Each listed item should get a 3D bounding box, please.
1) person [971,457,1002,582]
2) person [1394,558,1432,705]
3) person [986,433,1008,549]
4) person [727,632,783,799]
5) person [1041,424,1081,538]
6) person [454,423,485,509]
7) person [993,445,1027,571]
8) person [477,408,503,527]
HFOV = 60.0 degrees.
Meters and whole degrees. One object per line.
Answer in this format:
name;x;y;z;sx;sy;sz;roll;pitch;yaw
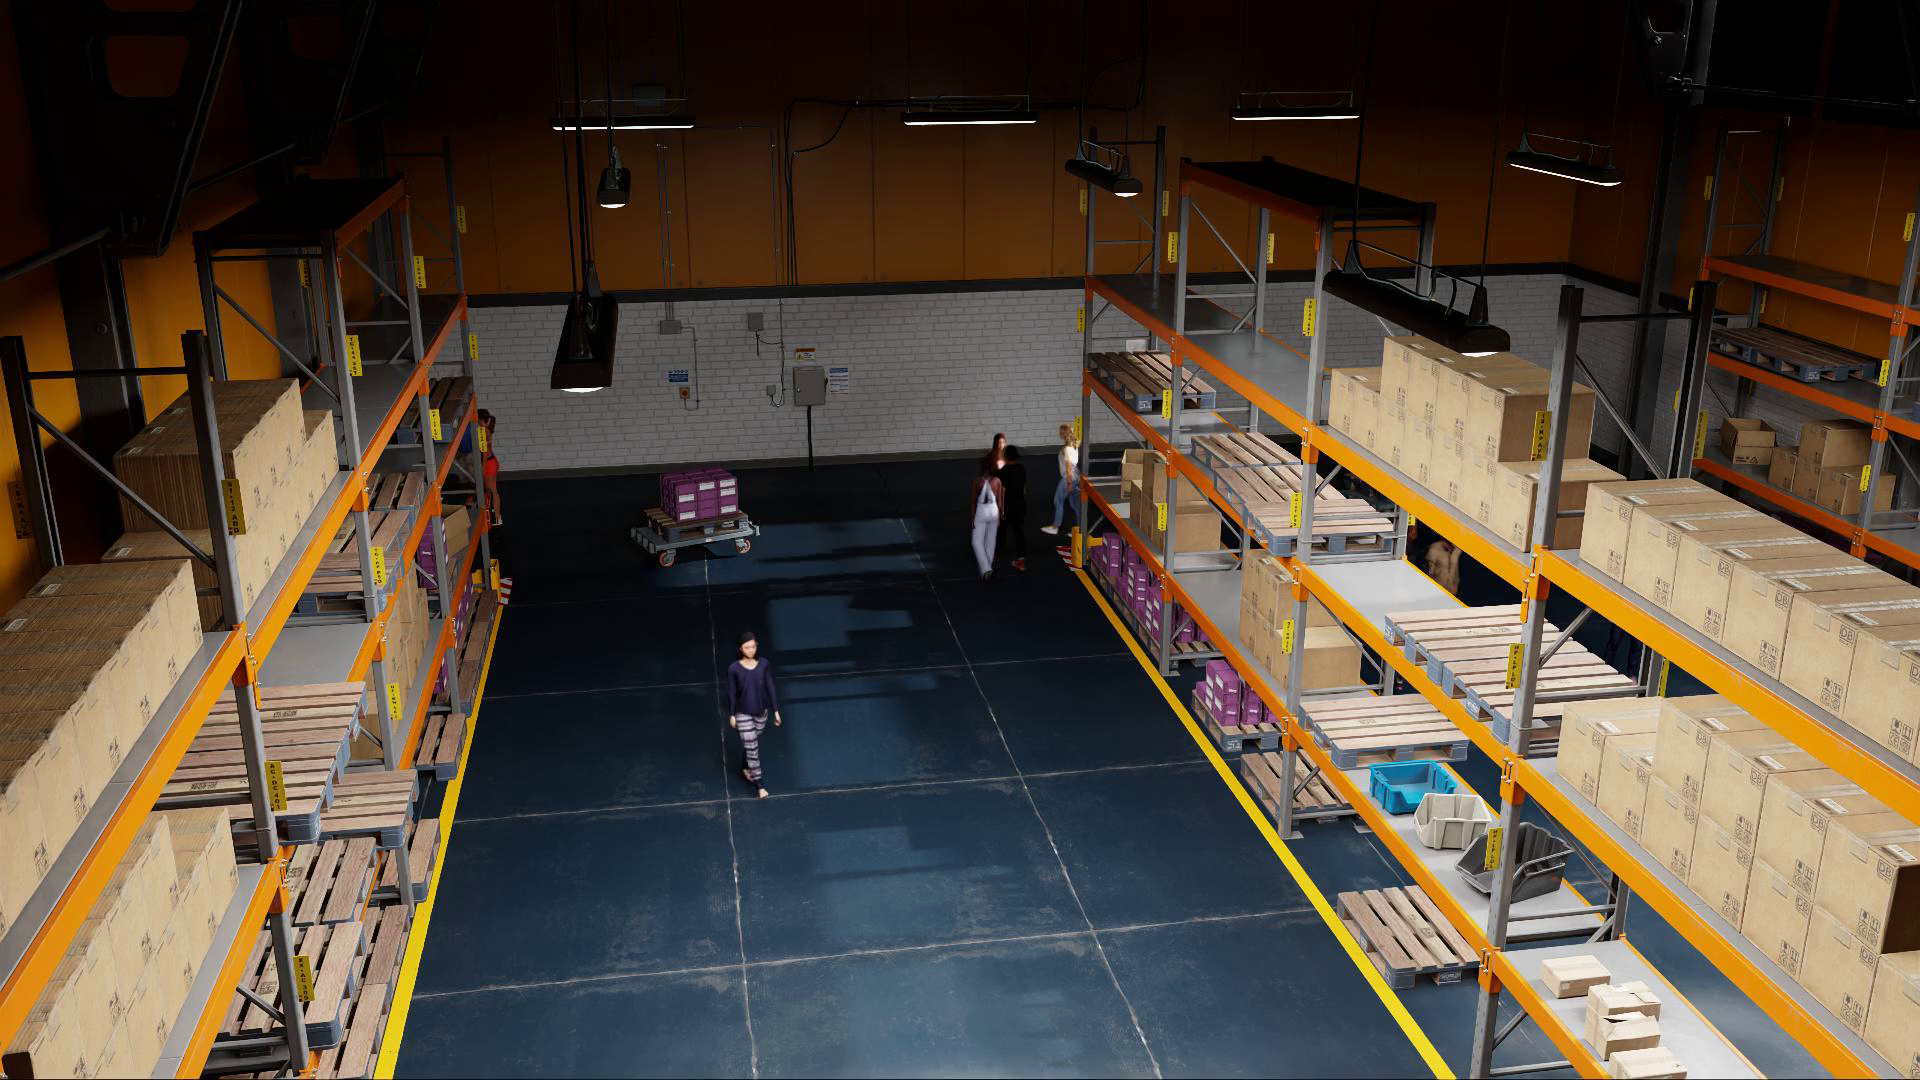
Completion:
person;0.376;-0.230;22.347;0.612;1.769;0.862;-4;19;-13
person;5.128;1.083;18.593;0.681;1.676;1.173;-6;20;-17
person;0.531;-0.748;23.996;0.673;1.698;0.722;-7;20;-19
person;-2.118;1.706;16.721;0.833;1.690;1.130;-9;21;-26
person;1.703;-0.828;24.255;0.998;1.684;0.998;7;20;20
person;-7.553;-1.328;25.511;0.888;1.830;0.844;11;22;31
person;0.762;-0.419;22.969;0.890;1.730;1.096;-12;22;-32
person;-7.063;-1.109;24.928;0.649;1.788;0.476;0;19;-1
